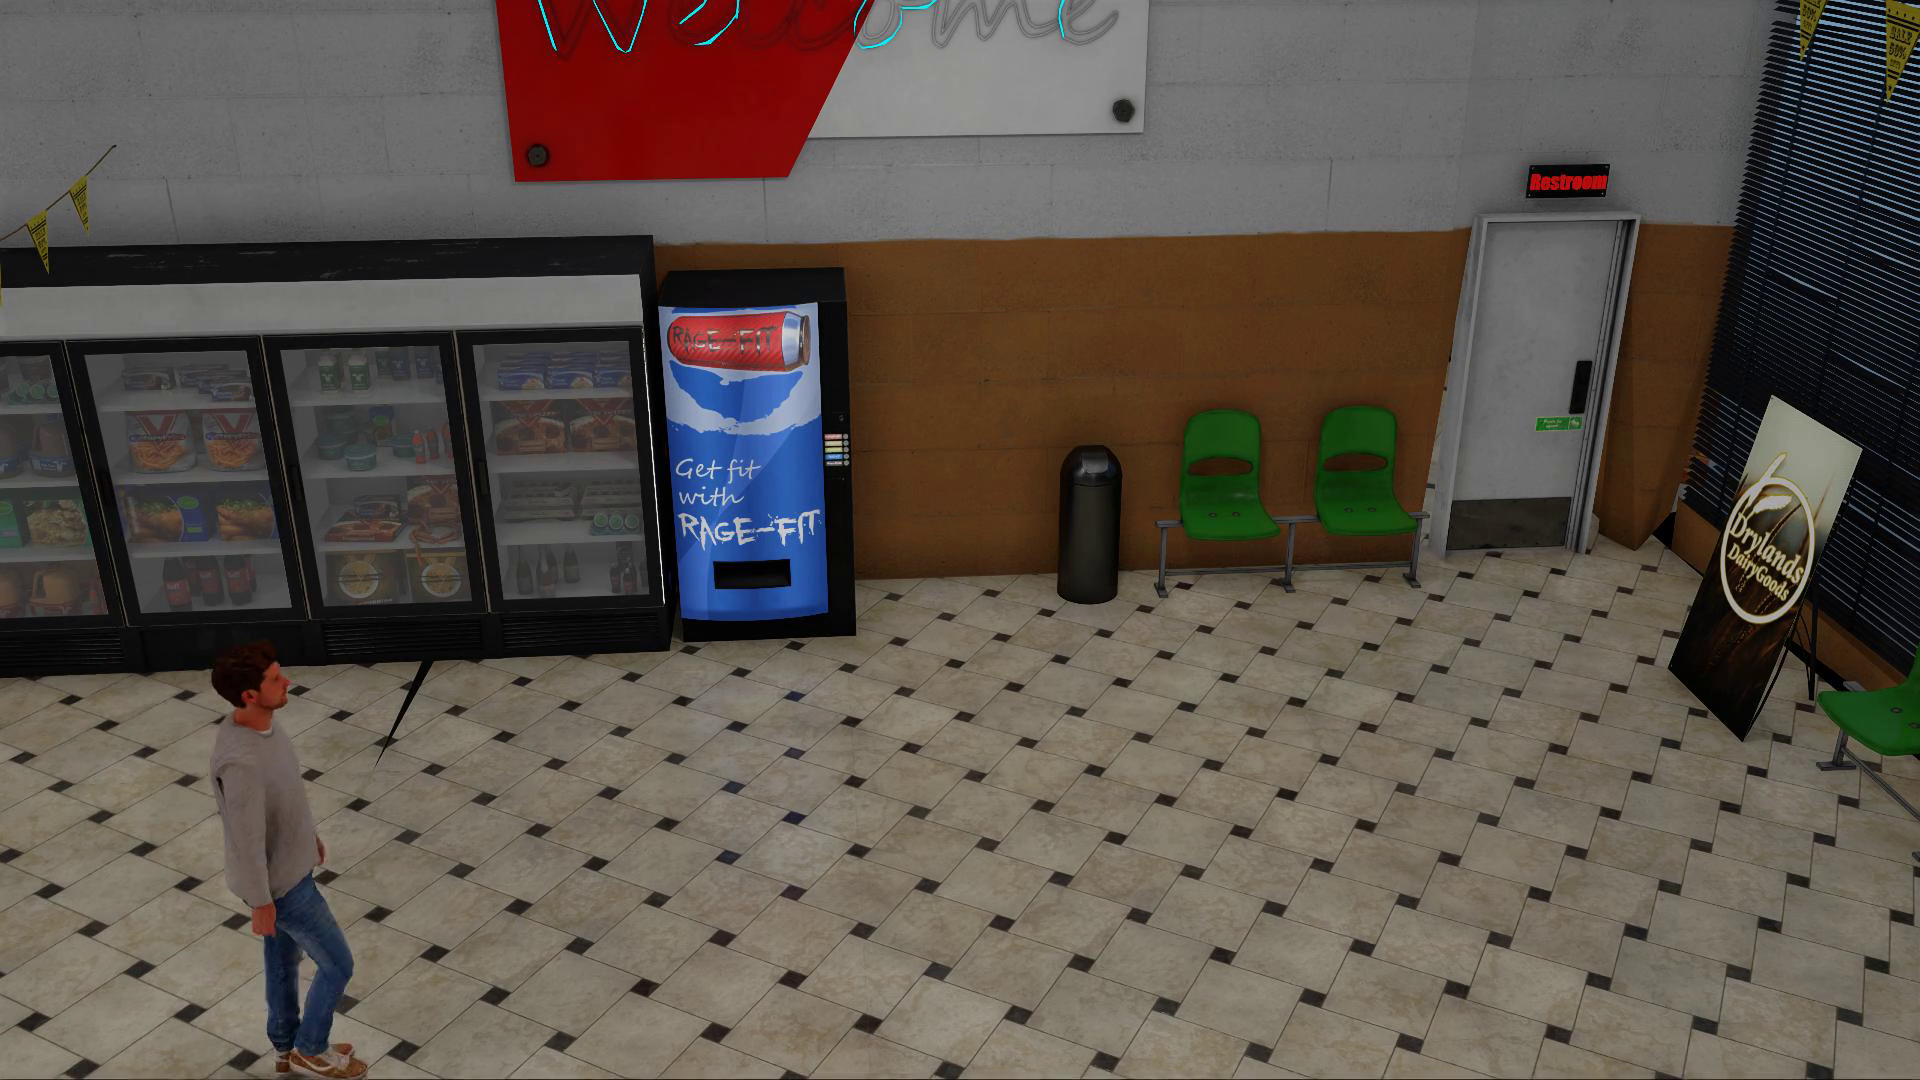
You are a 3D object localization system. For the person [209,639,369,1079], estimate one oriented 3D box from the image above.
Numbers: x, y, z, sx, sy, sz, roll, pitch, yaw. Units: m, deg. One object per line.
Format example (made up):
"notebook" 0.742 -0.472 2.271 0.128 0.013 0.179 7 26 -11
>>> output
"person" -2.636 1.256 6.200 0.809 1.891 0.645 -7 25 -16
